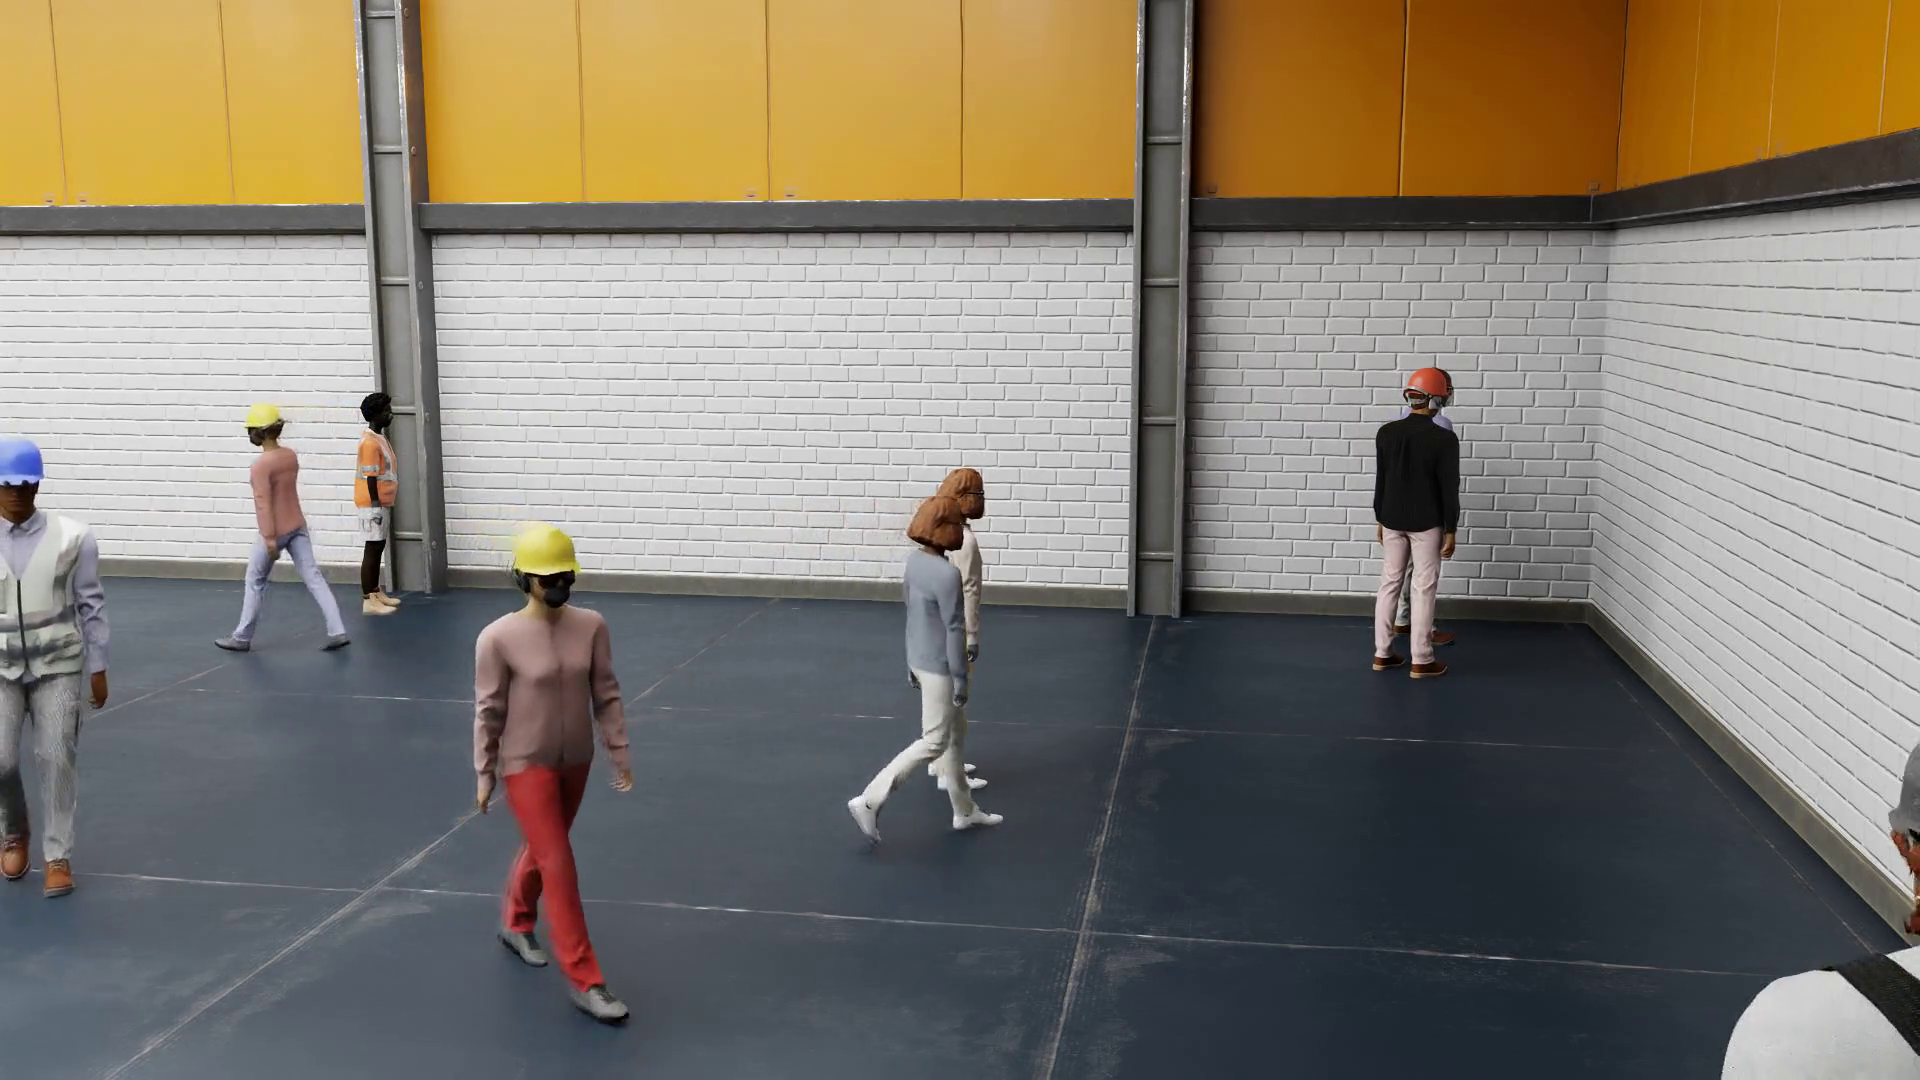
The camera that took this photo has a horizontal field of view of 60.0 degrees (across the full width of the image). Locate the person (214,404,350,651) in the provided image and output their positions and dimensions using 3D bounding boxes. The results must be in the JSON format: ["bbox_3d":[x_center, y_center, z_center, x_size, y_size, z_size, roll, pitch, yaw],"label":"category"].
[{"bbox_3d":[-4.622,-0.071,11.301,0.949,1.716,0.521,2,9,14],"label":"person"}]

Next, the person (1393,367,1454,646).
[{"bbox_3d":[3.246,-0.238,11.631,0.354,1.937,0.635,-2,9,-13],"label":"person"}]

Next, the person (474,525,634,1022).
[{"bbox_3d":[-1.467,0.787,5.978,0.902,1.718,0.538,8,12,41],"label":"person"}]

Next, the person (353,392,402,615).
[{"bbox_3d":[-4.435,-0.278,12.650,0.322,1.691,0.532,-2,9,-12],"label":"person"}]

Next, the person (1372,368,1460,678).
[{"bbox_3d":[2.944,-0.109,10.696,0.401,1.988,0.613,-8,12,-42],"label":"person"}]

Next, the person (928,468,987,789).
[{"bbox_3d":[-0.013,0.444,8.396,0.284,1.624,0.494,-3,10,-18],"label":"person"}]

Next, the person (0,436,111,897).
[{"bbox_3d":[-3.868,0.530,6.901,0.635,1.934,0.427,-5,11,-30],"label":"person"}]

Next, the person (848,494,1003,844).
[{"bbox_3d":[-0.153,0.586,7.565,0.745,1.606,0.509,-4,10,-22],"label":"person"}]
